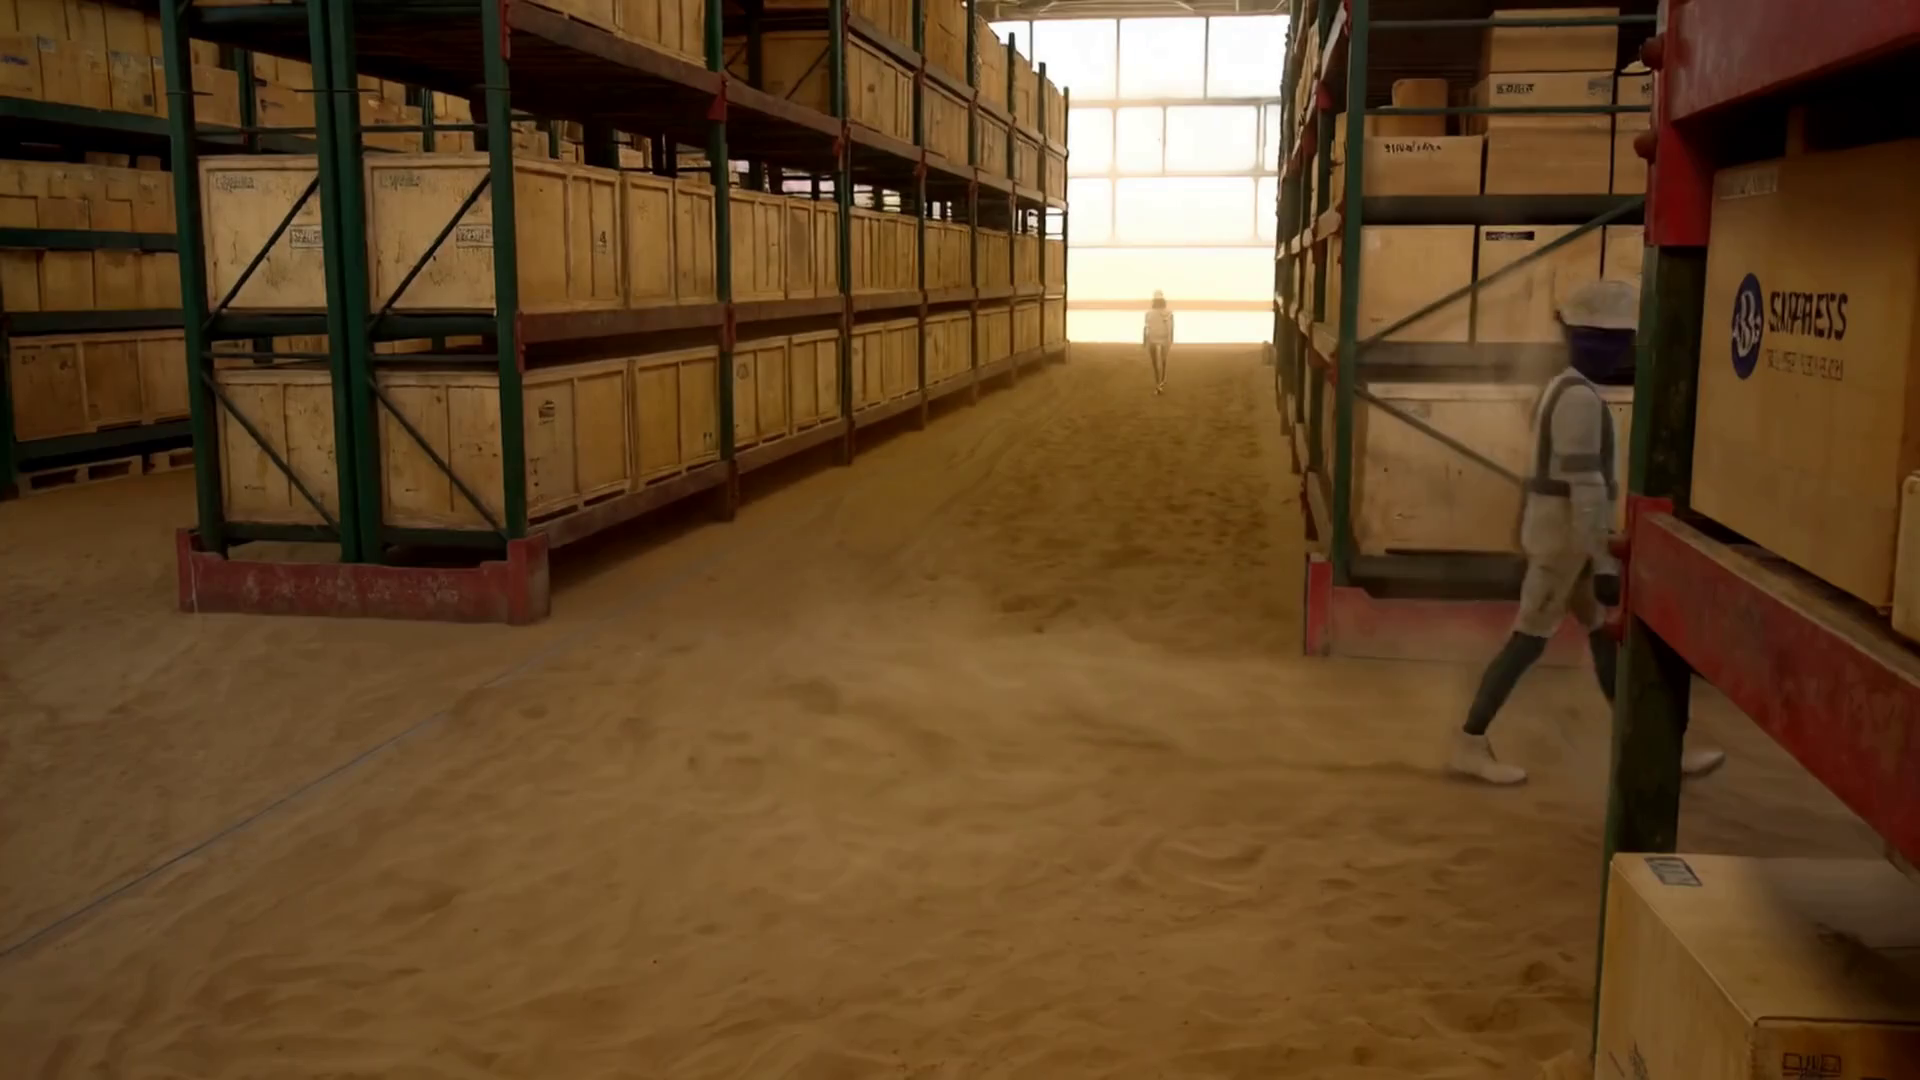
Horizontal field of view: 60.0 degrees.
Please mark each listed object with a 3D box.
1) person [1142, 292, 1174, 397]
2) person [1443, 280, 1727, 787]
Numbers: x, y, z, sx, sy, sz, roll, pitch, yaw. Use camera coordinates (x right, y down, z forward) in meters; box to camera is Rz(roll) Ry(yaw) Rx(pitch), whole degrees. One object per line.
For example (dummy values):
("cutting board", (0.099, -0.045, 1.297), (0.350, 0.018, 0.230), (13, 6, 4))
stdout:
("person", (3.206, -3.163, 26.950), (0.503, 1.690, 0.920), (2, 9, 11))
("person", (2.411, 0.009, 6.399), (1.065, 1.981, 0.636), (3, 10, 19))
